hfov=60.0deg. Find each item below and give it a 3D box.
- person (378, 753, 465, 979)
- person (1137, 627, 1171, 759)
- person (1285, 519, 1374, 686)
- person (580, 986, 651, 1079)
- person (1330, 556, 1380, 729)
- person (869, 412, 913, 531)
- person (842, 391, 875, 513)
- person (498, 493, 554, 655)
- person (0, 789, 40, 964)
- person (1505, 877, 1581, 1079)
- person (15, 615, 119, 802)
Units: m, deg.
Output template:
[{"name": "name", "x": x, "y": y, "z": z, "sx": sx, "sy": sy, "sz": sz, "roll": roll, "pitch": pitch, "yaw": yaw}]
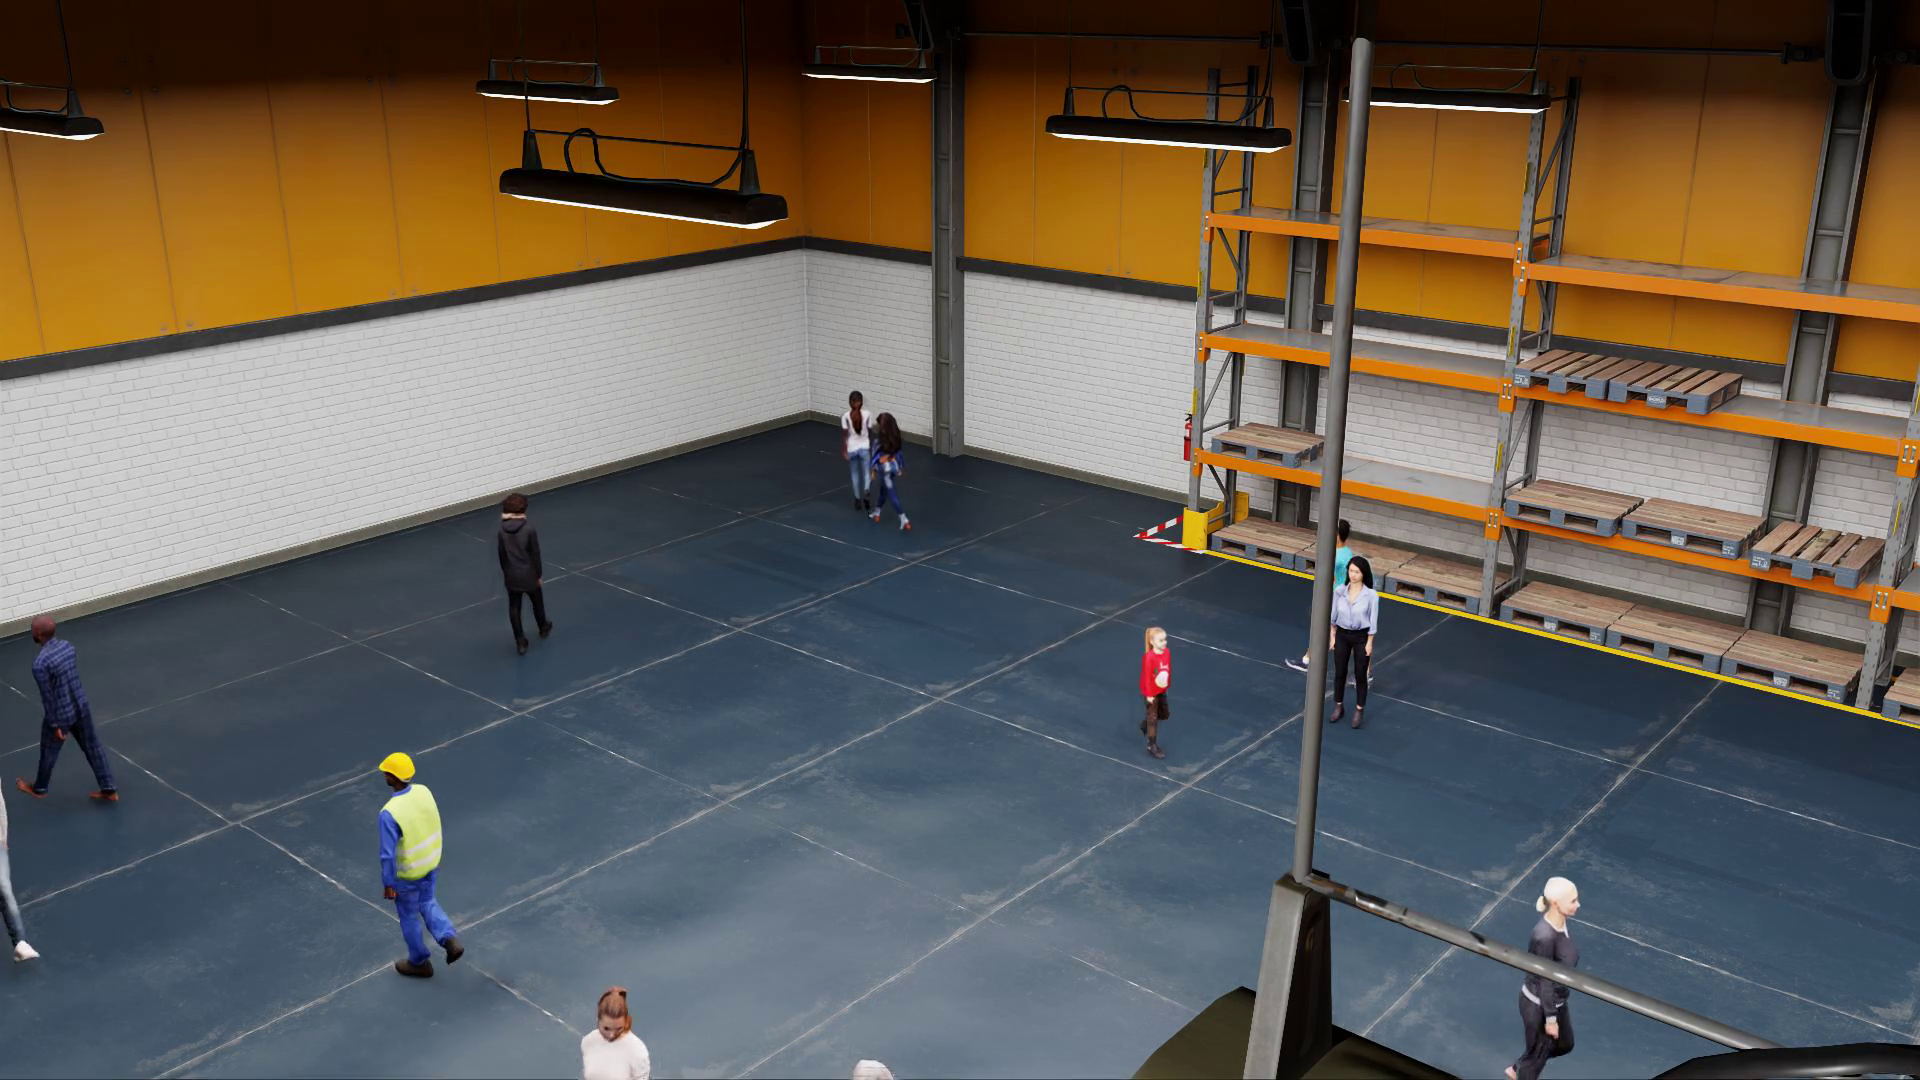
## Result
[{"name": "person", "x": -3.897, "y": 2.376, "z": 12.035, "sx": 0.878, "sy": 1.801, "sz": 0.777, "roll": 9, "pitch": 21, "yaw": 24}, {"name": "person", "x": 1.807, "y": 1.413, "z": 15.724, "sx": 0.553, "sy": 1.271, "sz": 0.695, "roll": -15, "pitch": 24, "yaw": -38}, {"name": "person", "x": 3.957, "y": 0.683, "z": 17.171, "sx": 1.246, "sy": 1.732, "sz": 0.852, "roll": 8, "pitch": 20, "yaw": 23}, {"name": "person", "x": -1.915, "y": 3.289, "z": 9.449, "sx": 0.598, "sy": 1.721, "sz": 0.783, "roll": 15, "pitch": 24, "yaw": 38}, {"name": "person", "x": 3.849, "y": 0.985, "z": 16.256, "sx": 0.553, "sy": 1.744, "sz": 0.733, "roll": 10, "pitch": 21, "yaw": 28}, {"name": "person", "x": -0.909, "y": -0.870, "z": 22.014, "sx": 0.670, "sy": 1.585, "sz": 1.082, "roll": -17, "pitch": 25, "yaw": -41}, {"name": "person", "x": -1.366, "y": -1.181, "z": 22.735, "sx": 0.865, "sy": 1.713, "sz": 0.932, "roll": -2, "pitch": 19, "yaw": -7}, {"name": "person", "x": -4.769, "y": 0.393, "z": 18.004, "sx": 0.989, "sy": 1.750, "sz": 1.010, "roll": 1, "pitch": 19, "yaw": 3}, {"name": "person", "x": -7.363, "y": 2.271, "z": 12.353, "sx": 1.228, "sy": 1.796, "sz": 0.728, "roll": 17, "pitch": 25, "yaw": 41}, {"name": "person", "x": 3.657, "y": 2.899, "z": 10.618, "sx": 0.638, "sy": 1.714, "sz": 0.633, "roll": 12, "pitch": 22, "yaw": 32}, {"name": "person", "x": -7.775, "y": 1.522, "z": 14.626, "sx": 1.245, "sy": 1.765, "sz": 1.009, "roll": 4, "pitch": 19, "yaw": 12}]
